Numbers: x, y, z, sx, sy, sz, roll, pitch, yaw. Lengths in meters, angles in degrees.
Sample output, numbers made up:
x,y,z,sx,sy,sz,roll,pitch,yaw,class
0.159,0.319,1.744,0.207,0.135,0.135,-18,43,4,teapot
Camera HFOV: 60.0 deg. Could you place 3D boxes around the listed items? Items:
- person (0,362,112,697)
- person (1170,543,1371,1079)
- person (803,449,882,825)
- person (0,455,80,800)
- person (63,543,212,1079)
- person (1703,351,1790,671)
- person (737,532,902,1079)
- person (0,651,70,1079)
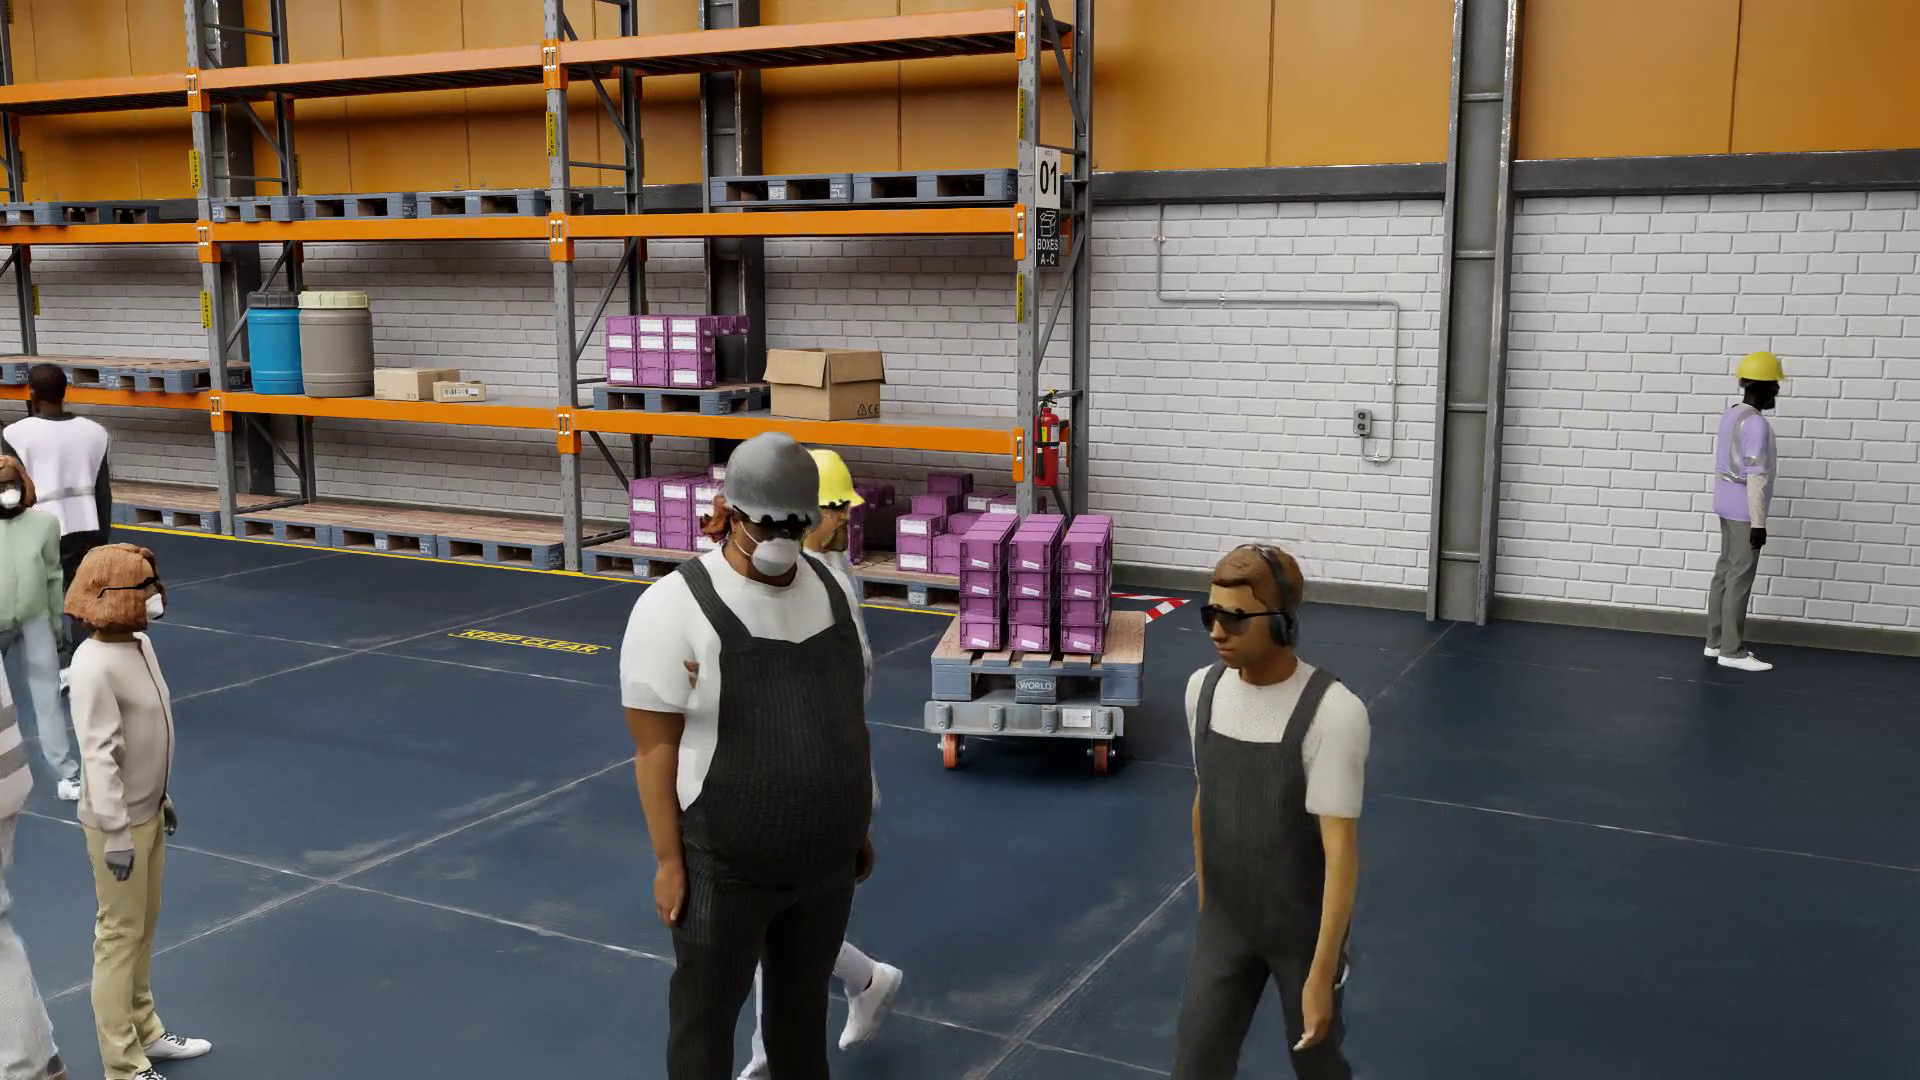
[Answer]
x,y,z,sx,sy,sz,roll,pitch,yaw,class
-5.014,-0.030,9.250,0.462,1.900,0.635,5,11,30,person
0.652,0.909,3.765,0.543,1.795,0.938,9,13,43,person
-0.505,0.589,5.705,0.425,1.814,0.615,3,10,17,person
-4.344,0.397,7.605,0.870,1.581,0.517,8,12,40,person
-2.415,0.816,4.869,0.283,1.633,0.497,-2,9,-13,person
4.780,-0.178,10.096,0.374,1.924,0.595,1,9,8,person
-0.480,0.725,4.748,0.631,1.854,0.542,-5,10,-28,person
-2.763,0.735,4.616,0.394,1.874,0.667,-6,11,-33,person
